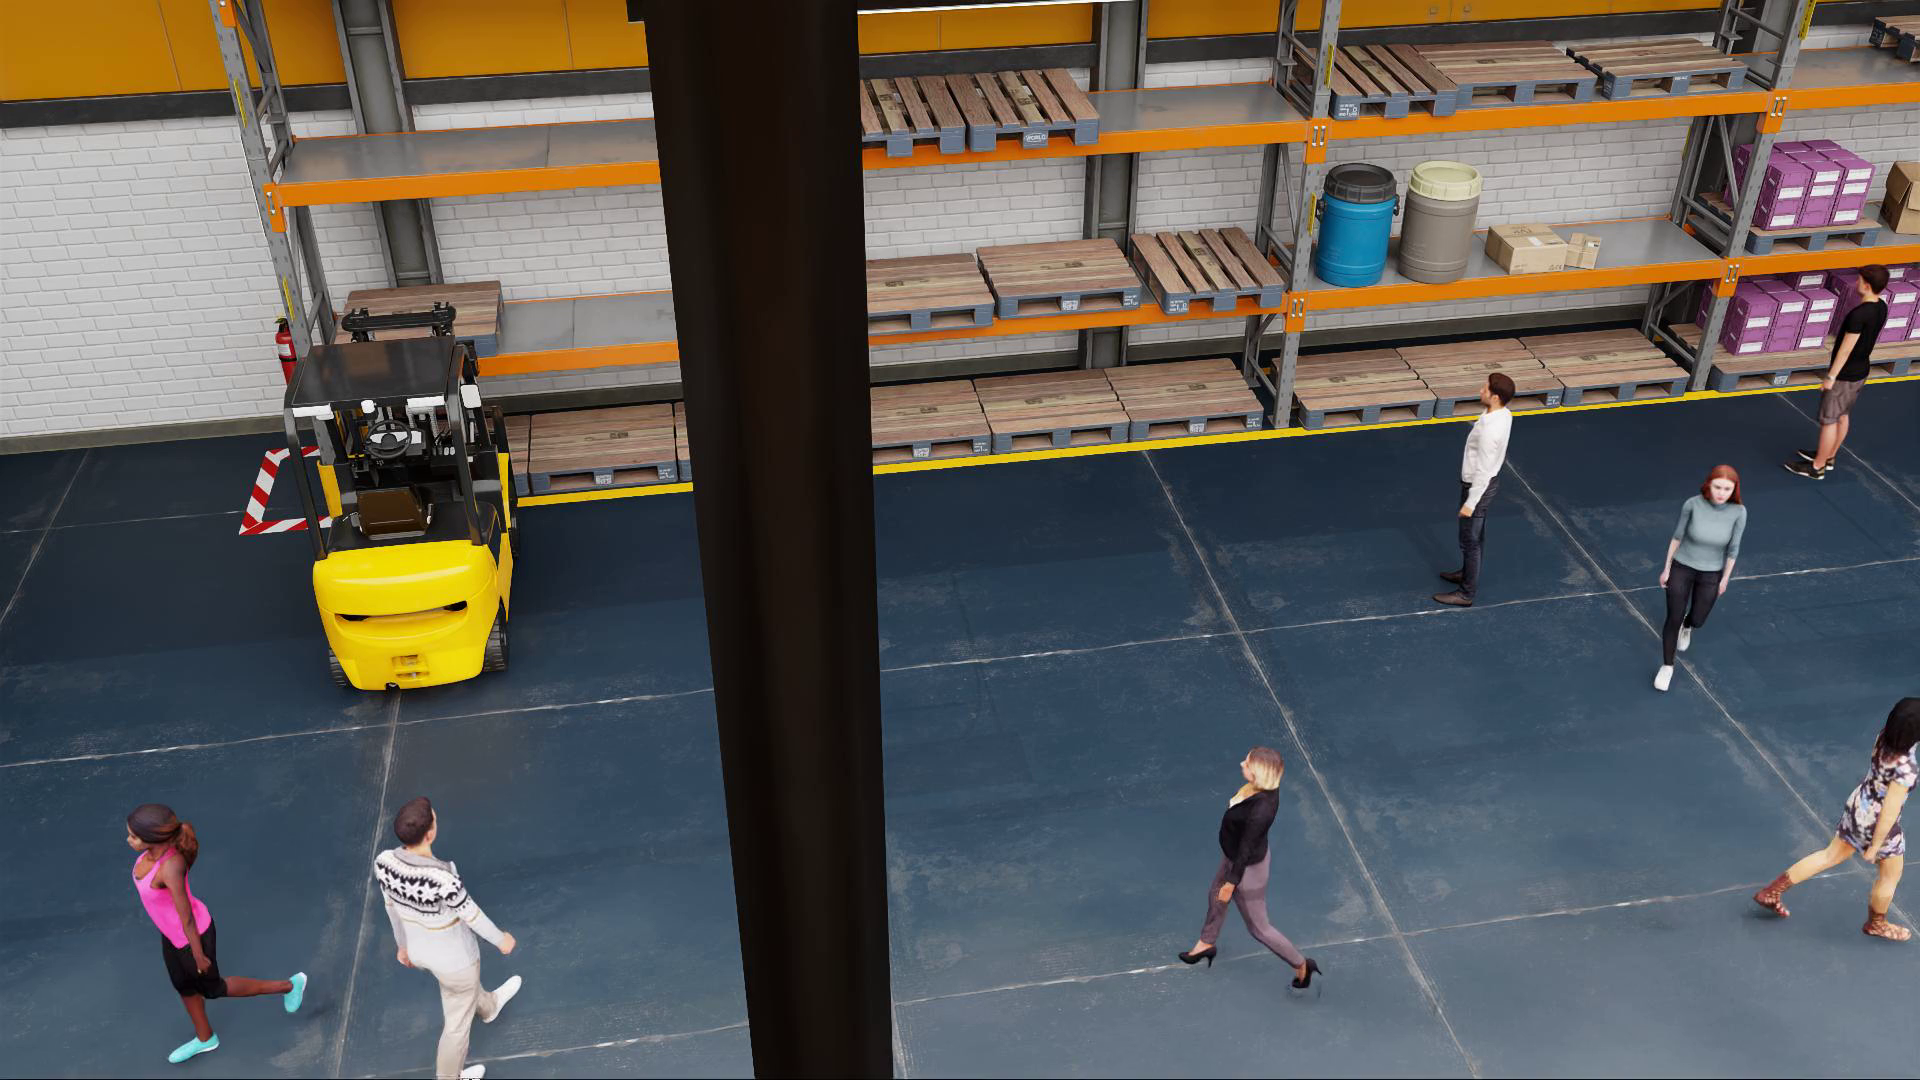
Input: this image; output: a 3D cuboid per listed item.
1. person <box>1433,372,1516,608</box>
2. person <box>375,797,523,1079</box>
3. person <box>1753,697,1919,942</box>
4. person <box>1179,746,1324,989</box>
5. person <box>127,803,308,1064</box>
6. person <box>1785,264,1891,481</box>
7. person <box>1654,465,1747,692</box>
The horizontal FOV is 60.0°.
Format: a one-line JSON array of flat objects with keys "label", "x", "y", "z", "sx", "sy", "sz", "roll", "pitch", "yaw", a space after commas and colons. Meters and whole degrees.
[{"label": "person", "x": 3.774, "y": -0.369, "z": 12.085, "sx": 0.743, "sy": 1.871, "sz": 0.738, "roll": 14, "pitch": 36, "yaw": 20}, {"label": "person", "x": -2.639, "y": 2.121, "z": 8.388, "sx": 1.121, "sy": 1.814, "sz": 1.155, "roll": 18, "pitch": 38, "yaw": 25}, {"label": "person", "x": 5.031, "y": 1.563, "z": 9.334, "sx": 1.166, "sy": 1.698, "sz": 0.808, "roll": 3, "pitch": 34, "yaw": 5}, {"label": "person", "x": 1.638, "y": 1.824, "z": 8.992, "sx": 1.103, "sy": 1.642, "sz": 0.841, "roll": 7, "pitch": 34, "yaw": 10}, {"label": "person", "x": -3.924, "y": 2.014, "z": 8.648, "sx": 1.057, "sy": 1.706, "sz": 0.807, "roll": -20, "pitch": 38, "yaw": -27}, {"label": "person", "x": 7.270, "y": -1.372, "z": 13.603, "sx": 0.724, "sy": 1.860, "sz": 0.822, "roll": -29, "pitch": 43, "yaw": -36}, {"label": "person", "x": 5.017, "y": 0.200, "z": 11.353, "sx": 0.889, "sy": 1.732, "sz": 0.904, "roll": 14, "pitch": 36, "yaw": 21}]
